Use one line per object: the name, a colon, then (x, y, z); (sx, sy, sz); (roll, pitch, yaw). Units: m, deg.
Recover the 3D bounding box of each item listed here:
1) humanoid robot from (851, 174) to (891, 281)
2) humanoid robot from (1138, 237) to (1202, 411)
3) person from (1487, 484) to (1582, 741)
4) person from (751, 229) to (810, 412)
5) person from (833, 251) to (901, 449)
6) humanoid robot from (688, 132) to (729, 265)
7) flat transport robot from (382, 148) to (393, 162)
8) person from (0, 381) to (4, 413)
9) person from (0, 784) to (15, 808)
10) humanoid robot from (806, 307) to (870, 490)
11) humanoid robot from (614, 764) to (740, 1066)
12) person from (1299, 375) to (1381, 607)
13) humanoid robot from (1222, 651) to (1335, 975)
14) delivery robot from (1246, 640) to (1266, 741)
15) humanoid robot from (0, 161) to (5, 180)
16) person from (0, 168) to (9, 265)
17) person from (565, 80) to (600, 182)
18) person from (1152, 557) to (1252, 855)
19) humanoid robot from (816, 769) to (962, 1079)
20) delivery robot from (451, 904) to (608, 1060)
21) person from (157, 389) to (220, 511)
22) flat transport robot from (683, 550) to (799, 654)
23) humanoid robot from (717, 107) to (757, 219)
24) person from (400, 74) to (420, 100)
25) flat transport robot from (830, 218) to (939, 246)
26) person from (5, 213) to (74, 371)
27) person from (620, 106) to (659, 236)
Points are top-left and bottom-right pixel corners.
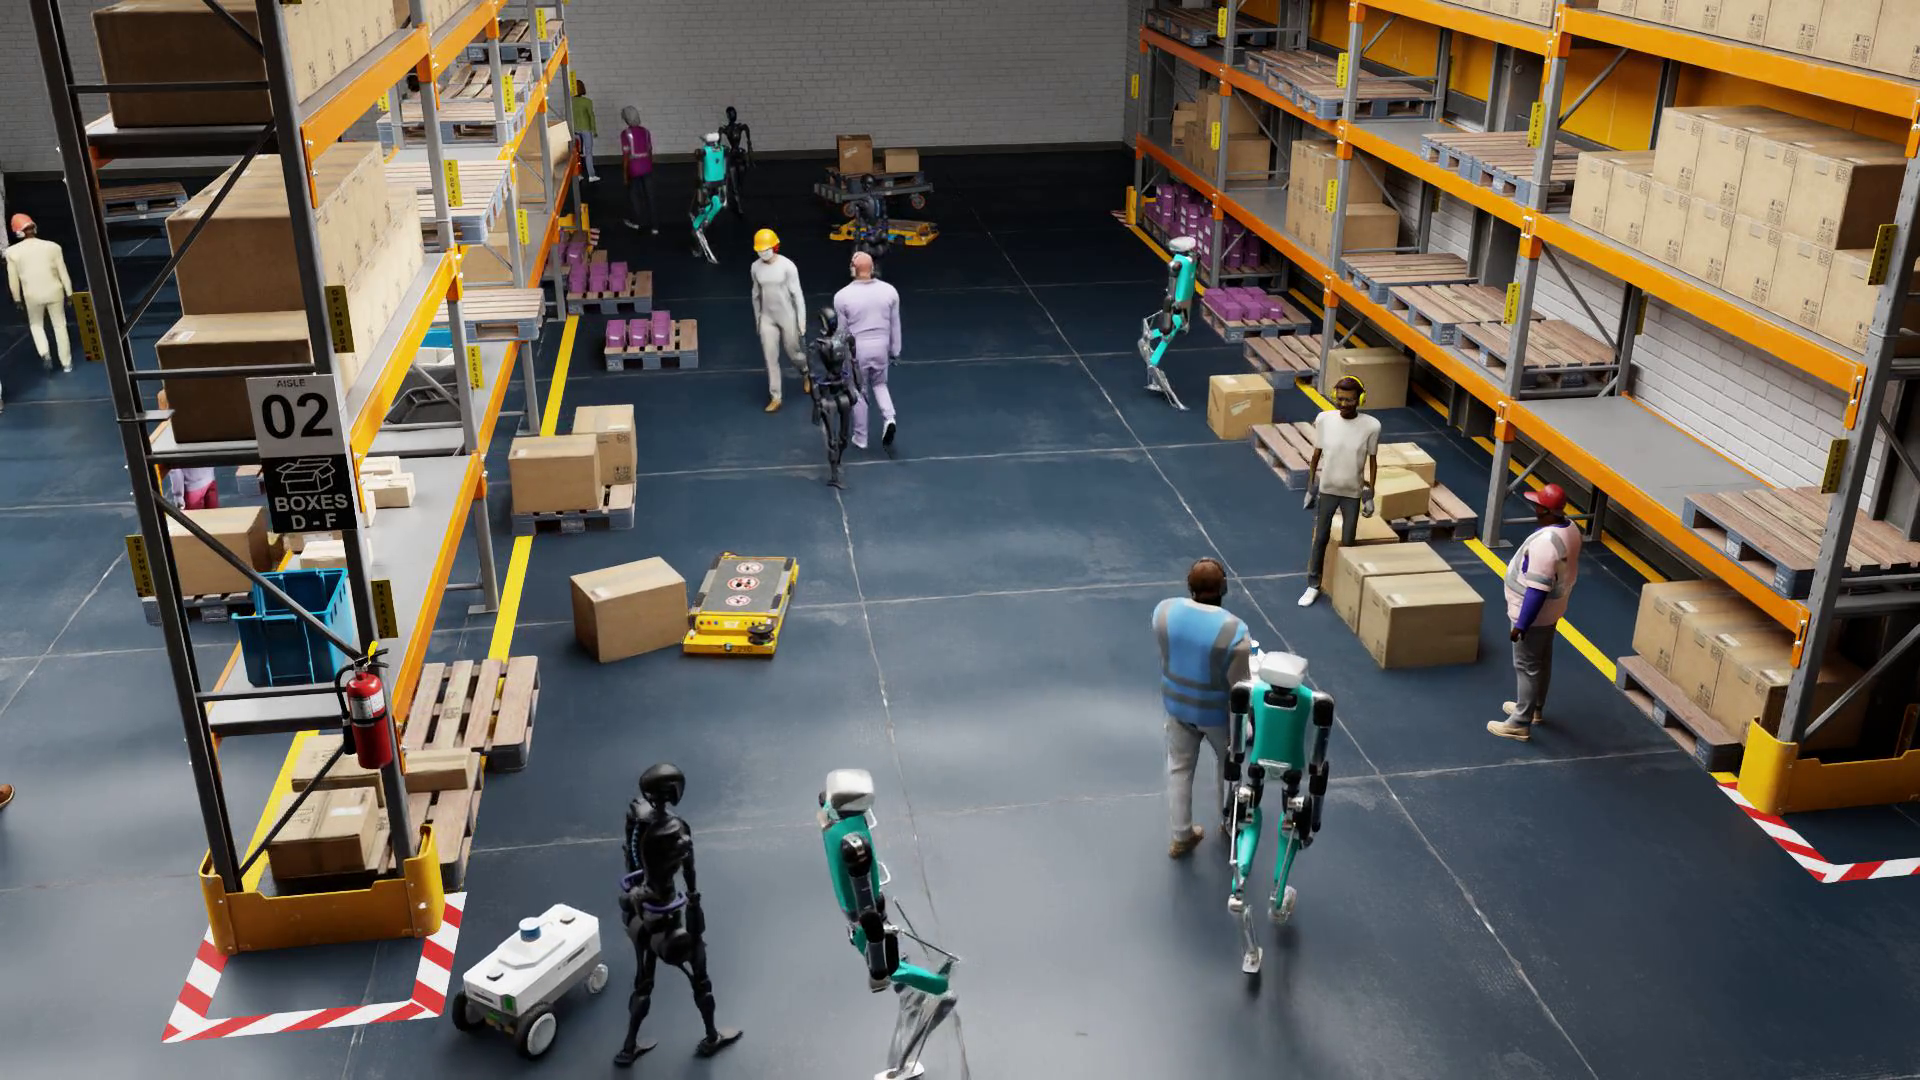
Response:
humanoid robot: (-1.069, -3.611, 20.152); (0.335, 1.642, 0.612); (19, 30, 37)
humanoid robot: (2.057, -2.229, 16.963); (0.858, 1.795, 0.543); (16, 28, 32)
person: (3.723, 0.459, 10.784); (0.420, 1.751, 0.627); (17, 29, 33)
person: (-1.795, -2.271, 16.885); (0.619, 1.861, 0.788); (7, 25, 16)
person: (-0.865, -1.753, 15.650); (0.663, 1.890, 0.541); (-10, 26, -22)
humanoid robot: (-3.475, -4.564, 22.352); (0.789, 1.873, 0.531); (20, 31, 38)
flat transport robot: (-9.019, -4.937, 24.926); (1.431, 0.231, 0.659); (-1, 24, -2)
person: (-9.964, -2.210, 16.632); (0.487, 1.945, 0.431); (-4, 24, -8)
person: (-6.098, 0.754, 9.811); (0.620, 1.996, 0.370); (-3, 24, -6)
humanoid robot: (-1.097, -1.306, 14.939); (0.611, 1.639, 0.603); (-18, 30, -35)
humanoid robot: (-1.411, 1.768, 7.933); (0.598, 1.642, 0.611); (-21, 31, -40)
person: (2.855, -0.348, 12.482); (0.530, 1.868, 0.309); (9, 25, 20)
humanoid robot: (1.571, 1.460, 8.503); (0.532, 1.730, 0.982); (8, 25, 17)
delivery robot: (1.924, 0.956, 11.160); (0.499, 0.607, 0.808); (-7, 25, -15)
humanoid robot: (-14.393, -5.478, 24.422); (0.602, 1.657, 0.429); (2, 24, 5)
person: (-13.021, -4.613, 22.139); (0.709, 1.918, 0.642); (15, 28, 31)
person: (-6.191, -6.700, 27.240); (0.508, 1.631, 0.273); (6, 24, 13)
person: (1.449, 0.919, 9.667); (0.634, 1.807, 0.775); (14, 27, 29)
humanoid robot: (-0.282, 1.847, 7.708); (0.709, 1.839, 0.534); (-7, 25, -16)
delivery robot: (-2.145, 2.186, 8.356); (0.499, 0.606, 0.807); (13, 27, 27)
person: (-5.952, -0.414, 12.935); (0.281, 1.628, 0.501); (4, 24, 9)
flat transport robot: (-1.641, 0.463, 12.623); (0.659, 0.231, 1.431); (1, 24, 2)
humanoid robot: (-3.347, -5.670, 24.922); (0.609, 1.629, 0.793); (-13, 27, -27)
person: (-8.592, -6.507, 26.572); (0.656, 1.825, 0.598); (-9, 25, -19)
flat transport robot: (-1.070, -4.384, 23.667); (1.431, 0.231, 0.659); (6, 25, 14)
person: (-9.855, -2.641, 17.880); (0.587, 1.725, 0.479); (-15, 28, -30)
person: (-4.649, -5.295, 23.826); (0.565, 1.795, 0.920); (-18, 29, -35)
